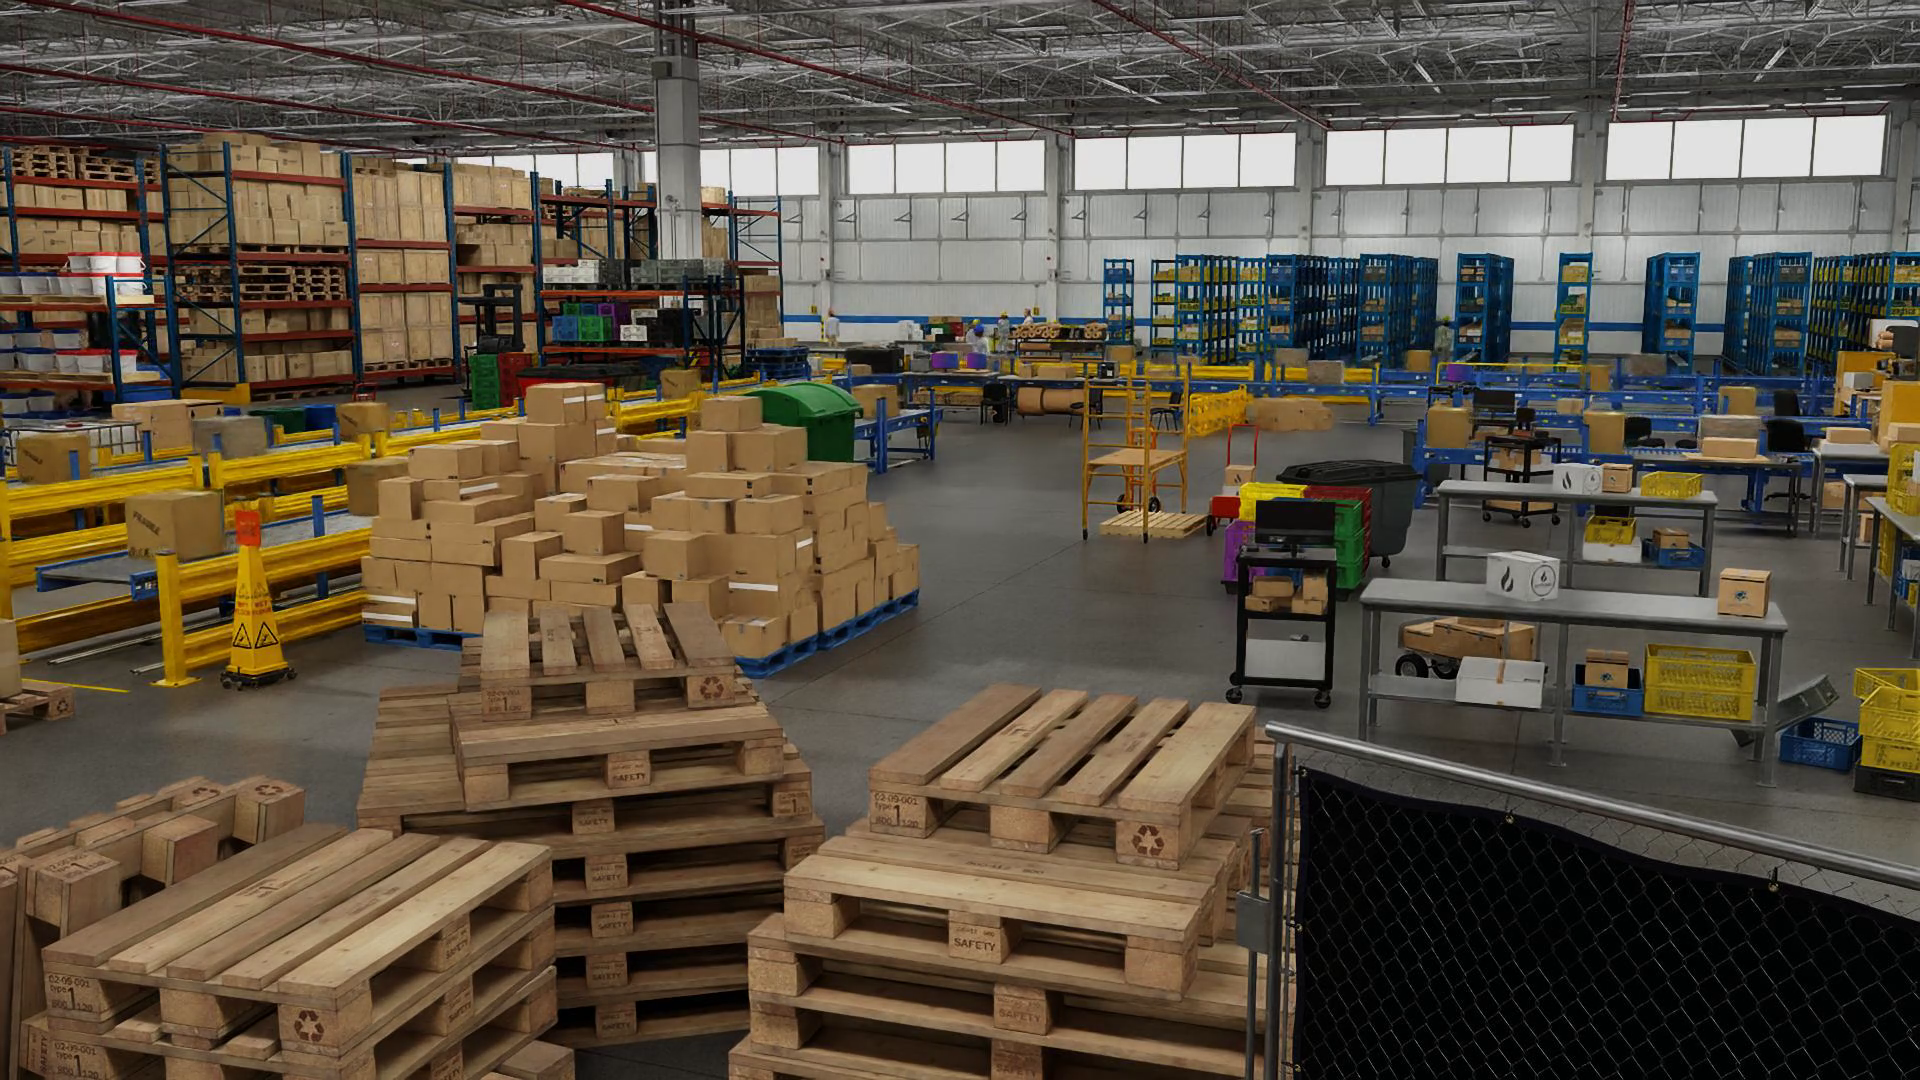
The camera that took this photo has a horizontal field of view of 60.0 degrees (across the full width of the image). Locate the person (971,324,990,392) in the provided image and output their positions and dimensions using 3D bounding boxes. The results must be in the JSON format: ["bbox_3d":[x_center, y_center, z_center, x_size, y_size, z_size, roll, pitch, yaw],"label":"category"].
[{"bbox_3d":[0.491,-4.032,38.395,0.440,1.923,0.636,2,9,13],"label":"person"}]

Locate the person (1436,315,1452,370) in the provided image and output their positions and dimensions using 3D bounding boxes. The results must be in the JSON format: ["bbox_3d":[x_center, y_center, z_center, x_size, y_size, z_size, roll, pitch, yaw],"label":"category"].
[{"bbox_3d":[14.757,-5.955,50.829,0.585,1.816,0.596,8,12,43],"label":"person"}]

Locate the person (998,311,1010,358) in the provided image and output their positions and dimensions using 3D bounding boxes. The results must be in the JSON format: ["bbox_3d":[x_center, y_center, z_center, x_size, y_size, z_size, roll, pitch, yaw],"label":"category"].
[{"bbox_3d":[1.609,-7.513,60.862,0.485,1.734,0.348,-5,10,-30],"label":"person"}]

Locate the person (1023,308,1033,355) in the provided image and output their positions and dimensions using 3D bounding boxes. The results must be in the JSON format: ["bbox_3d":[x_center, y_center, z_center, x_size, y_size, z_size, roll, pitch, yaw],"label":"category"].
[{"bbox_3d":[2.273,-6.874,56.289,0.408,1.913,0.642,1,9,5],"label":"person"}]

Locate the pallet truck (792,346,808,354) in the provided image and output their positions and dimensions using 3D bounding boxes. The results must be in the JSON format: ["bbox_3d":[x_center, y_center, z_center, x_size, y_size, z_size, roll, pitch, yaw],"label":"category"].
[{"bbox_3d":[-3.705,-4.298,42.022,0.653,1.274,1.630,3,10,20],"label":"pallet truck"}]

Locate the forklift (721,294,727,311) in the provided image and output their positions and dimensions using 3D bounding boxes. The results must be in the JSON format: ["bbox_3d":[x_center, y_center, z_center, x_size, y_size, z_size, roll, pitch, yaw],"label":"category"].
[{"bbox_3d":[-7.765,-6.705,52.189,1.129,2.768,1.873,-4,10,-23],"label":"forklift"}]

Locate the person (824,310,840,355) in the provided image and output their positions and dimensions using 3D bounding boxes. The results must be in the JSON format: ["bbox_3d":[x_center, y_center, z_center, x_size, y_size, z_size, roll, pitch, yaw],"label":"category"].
[{"bbox_3d":[-4.861,-7.847,62.935,0.587,1.733,0.406,-5,10,-26],"label":"person"}]

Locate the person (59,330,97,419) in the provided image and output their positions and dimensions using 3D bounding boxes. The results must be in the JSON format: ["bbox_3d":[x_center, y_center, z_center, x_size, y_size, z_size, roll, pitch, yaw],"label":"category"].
[{"bbox_3d":[-18.670,-3.489,35.130,0.753,1.881,0.664,2,9,12],"label":"person"}]

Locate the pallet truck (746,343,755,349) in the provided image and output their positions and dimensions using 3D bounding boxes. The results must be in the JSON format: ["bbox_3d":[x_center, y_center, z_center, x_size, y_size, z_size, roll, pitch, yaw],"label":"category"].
[{"bbox_3d":[-6.183,-4.618,44.264,1.601,1.201,0.680,-9,12,-43],"label":"pallet truck"}]

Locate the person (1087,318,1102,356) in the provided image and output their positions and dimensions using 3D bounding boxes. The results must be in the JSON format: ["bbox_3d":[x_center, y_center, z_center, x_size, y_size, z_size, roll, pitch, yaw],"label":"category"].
[{"bbox_3d":[3.811,-5.328,46.832,0.587,1.826,0.451,-6,11,-31],"label":"person"}]

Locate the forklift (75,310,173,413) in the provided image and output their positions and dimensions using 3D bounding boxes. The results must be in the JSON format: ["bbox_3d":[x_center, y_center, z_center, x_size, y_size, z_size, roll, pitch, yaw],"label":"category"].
[{"bbox_3d":[-18.213,-4.159,36.203,1.873,2.768,1.129,3,10,20],"label":"forklift"}]

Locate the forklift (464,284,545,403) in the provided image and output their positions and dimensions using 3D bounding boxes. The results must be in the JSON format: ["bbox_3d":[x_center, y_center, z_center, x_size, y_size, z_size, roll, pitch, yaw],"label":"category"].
[{"bbox_3d":[-10.832,-4.702,39.610,1.129,2.768,1.873,3,10,20],"label":"forklift"}]

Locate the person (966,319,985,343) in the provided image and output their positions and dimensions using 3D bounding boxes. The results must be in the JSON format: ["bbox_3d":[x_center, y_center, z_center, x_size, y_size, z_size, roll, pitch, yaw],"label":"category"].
[{"bbox_3d":[0.450,-5.194,45.978,0.591,1.833,0.404,5,10,30],"label":"person"}]

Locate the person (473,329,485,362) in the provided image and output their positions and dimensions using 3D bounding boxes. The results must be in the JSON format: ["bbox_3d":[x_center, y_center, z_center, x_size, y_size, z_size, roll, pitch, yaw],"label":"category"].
[{"bbox_3d":[-12.040,-4.482,41.968,0.321,1.694,0.534,8,12,40],"label":"person"}]
